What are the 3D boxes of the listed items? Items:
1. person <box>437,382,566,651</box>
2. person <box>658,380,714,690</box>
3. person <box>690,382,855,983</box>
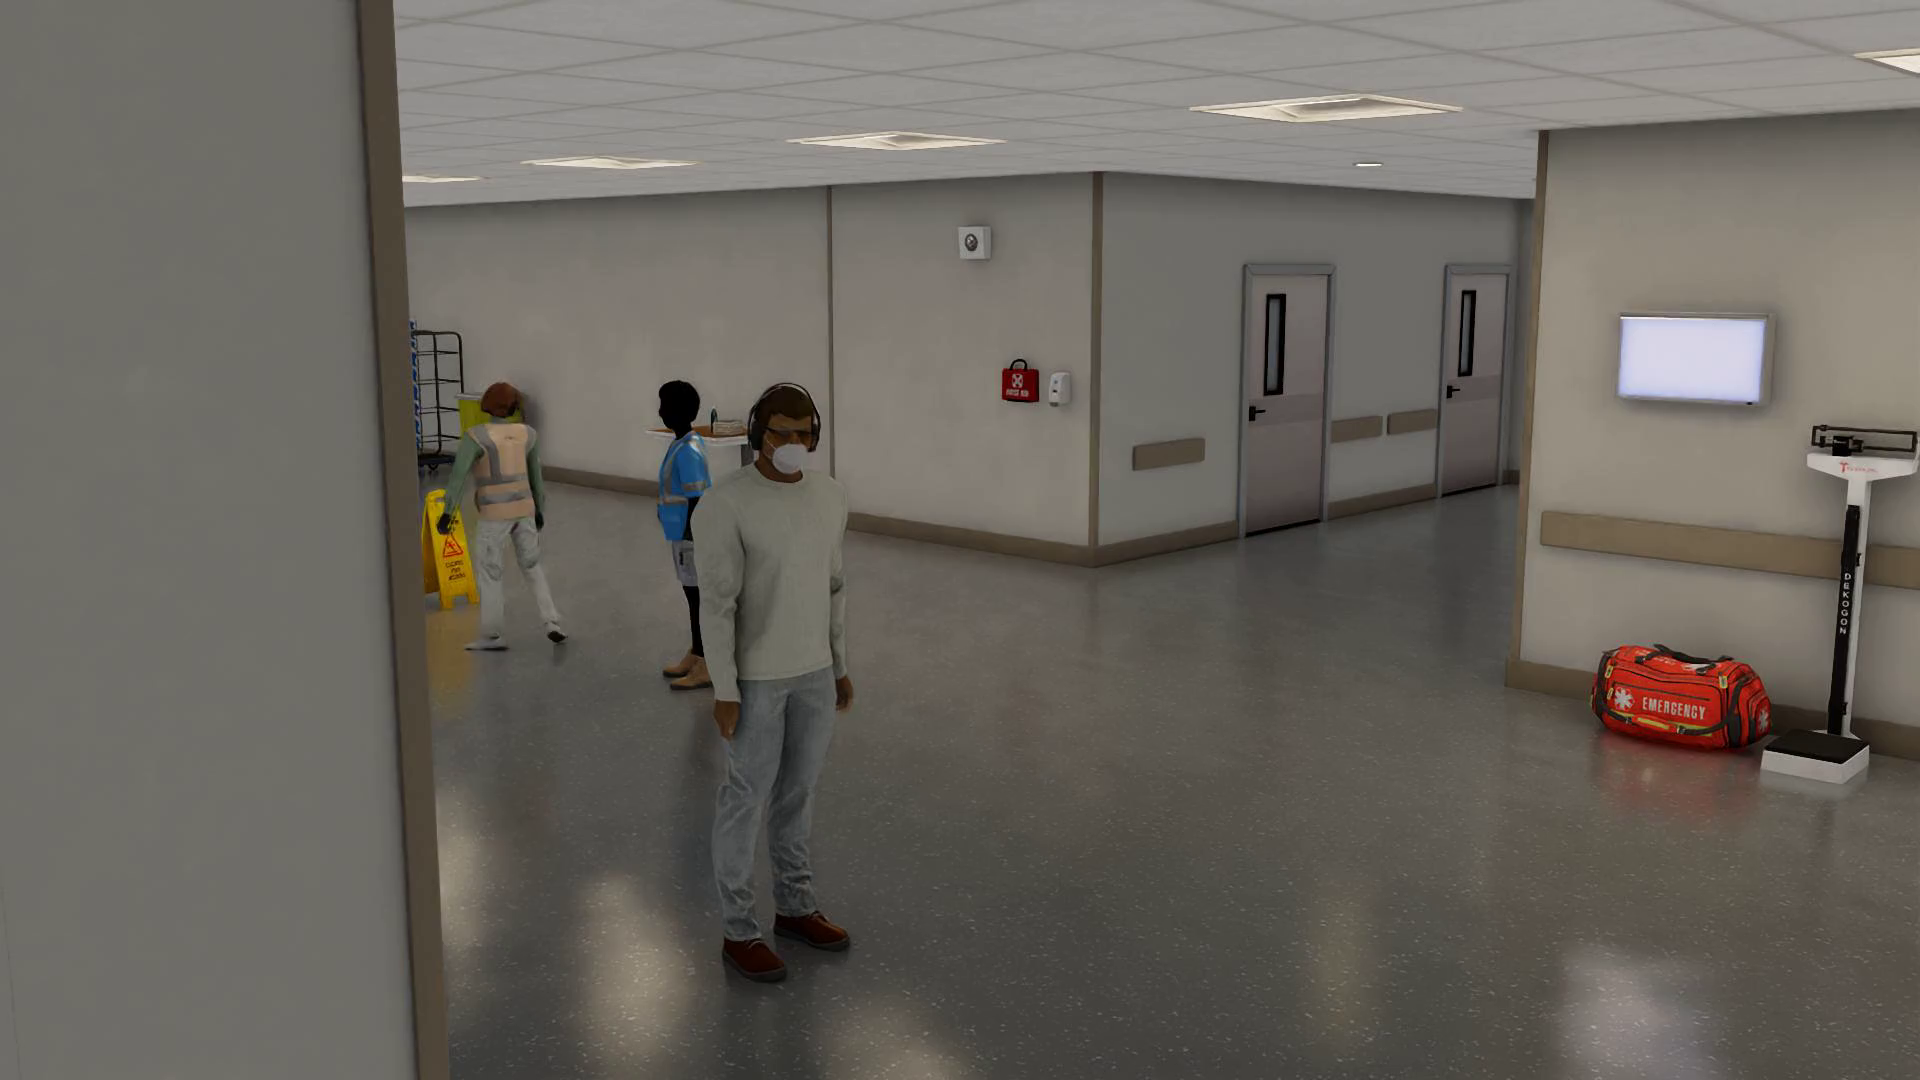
[{"bbox_3d":[-2.726,-0.124,9.954,0.454,1.628,0.637,6,11,34],"label":"person"},{"bbox_3d":[-1.493,-0.030,9.134,0.322,1.699,0.536,-2,10,-13],"label":"person"},{"bbox_3d":[-0.591,0.449,5.481,0.377,1.936,0.628,8,12,41],"label":"person"}]
